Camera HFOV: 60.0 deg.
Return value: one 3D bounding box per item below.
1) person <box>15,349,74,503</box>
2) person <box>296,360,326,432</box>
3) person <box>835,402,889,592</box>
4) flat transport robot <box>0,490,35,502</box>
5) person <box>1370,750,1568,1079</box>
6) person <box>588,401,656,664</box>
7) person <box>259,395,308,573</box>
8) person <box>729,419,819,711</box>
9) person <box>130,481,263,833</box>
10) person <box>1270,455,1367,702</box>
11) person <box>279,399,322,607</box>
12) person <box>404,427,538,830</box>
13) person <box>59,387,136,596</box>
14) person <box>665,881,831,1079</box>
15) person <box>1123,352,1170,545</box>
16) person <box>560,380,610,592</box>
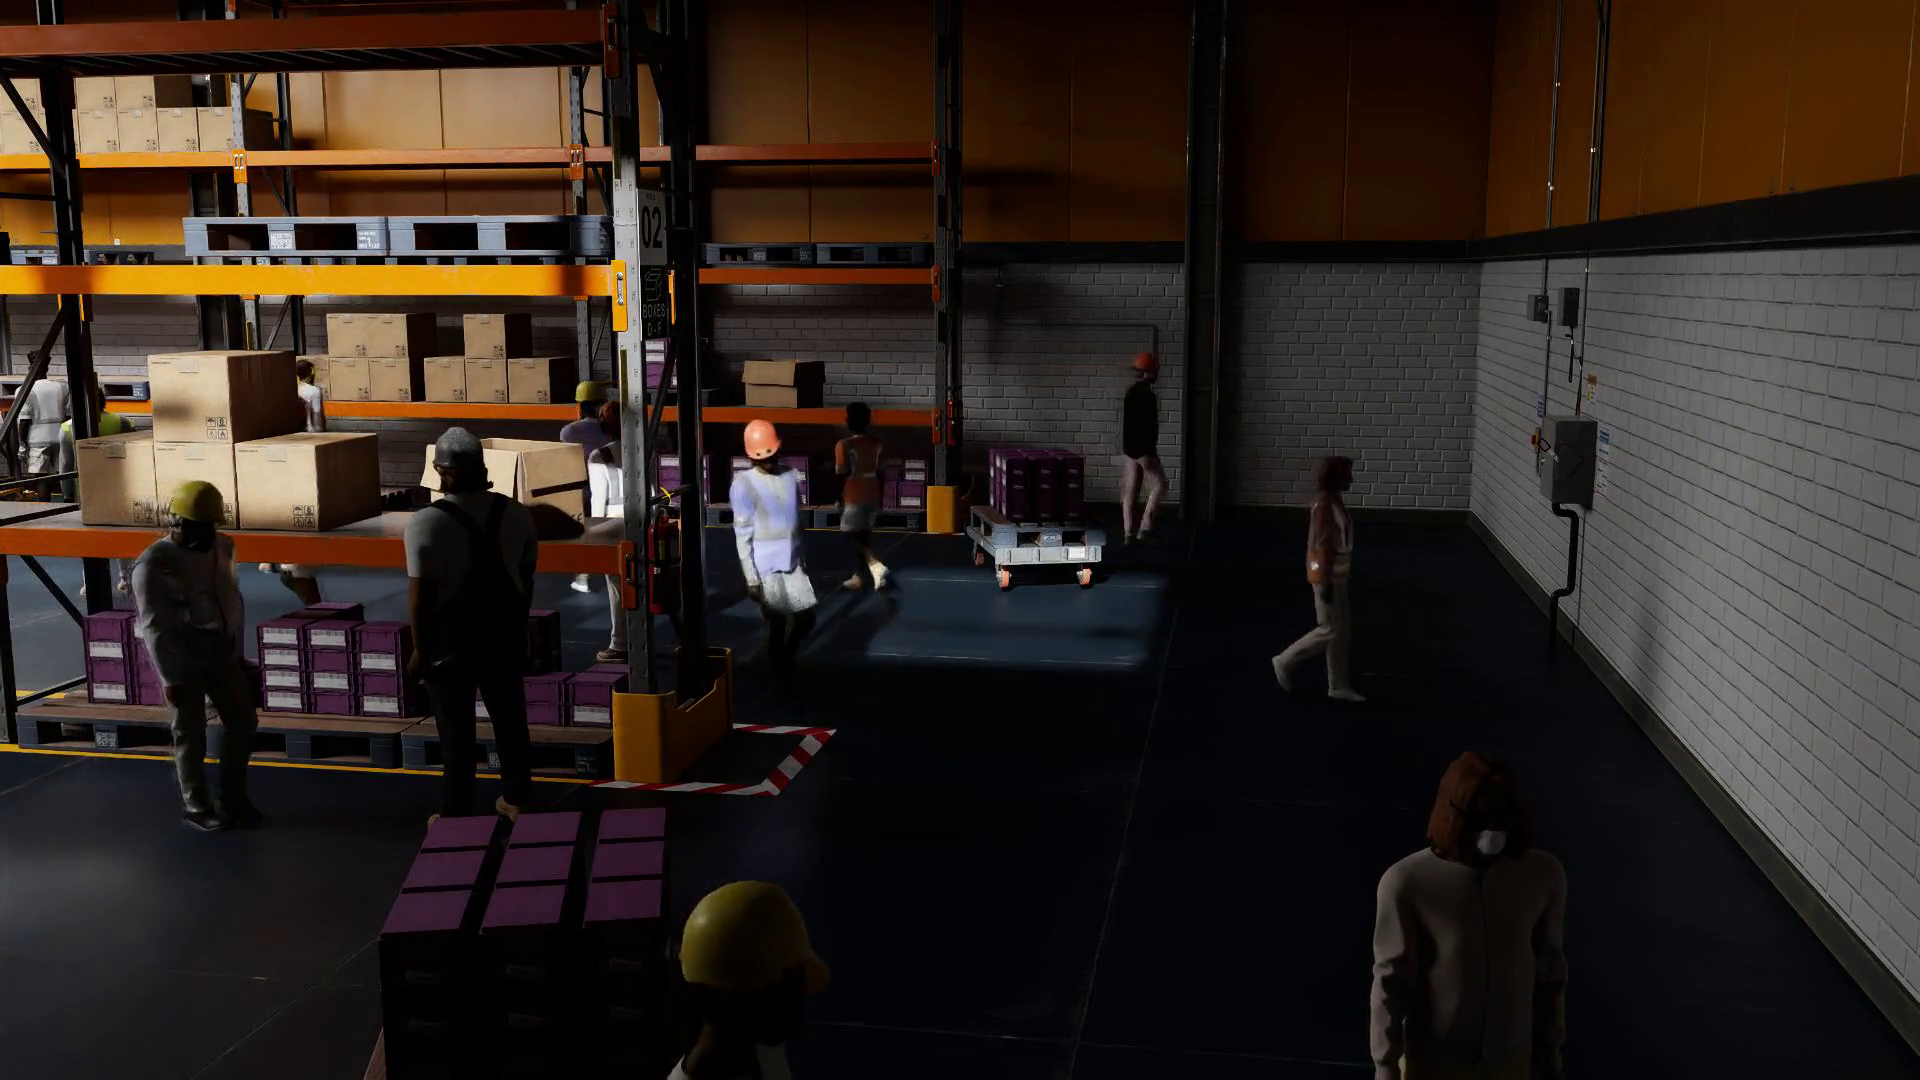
[{"bbox_3d":[-9.840,-1.064,17.915,0.368,1.966,0.603,6,11,32],"label":"person"},{"bbox_3d":[-7.136,-1.043,18.196,0.640,1.839,0.367,7,12,38],"label":"person"},{"bbox_3d":[-0.813,-0.357,14.414,0.534,1.680,0.677,-8,12,-41],"label":"person"},{"bbox_3d":[-11.554,-0.498,19.651,0.652,0.197,1.431,-1,9,-9],"label":"flat transport robot"},{"bbox_3d":[1.278,1.317,4.206,0.509,1.624,0.278,-1,9,-8],"label":"person"},{"bbox_3d":[-2.417,-0.056,11.908,0.356,1.886,0.573,8,12,40],"label":"person"},{"bbox_3d":[-6.400,-0.715,15.513,0.613,2.041,0.393,-6,11,-32],"label":"person"},{"bbox_3d":[-1.154,0.168,10.498,0.392,1.890,0.616,8,12,41],"label":"person"},{"bbox_3d":[-3.734,0.592,8.185,0.496,1.790,0.616,5,10,27],"label":"person"},{"bbox_3d":[2.360,0.253,10.779,0.546,1.622,0.533,4,10,24],"label":"person"},{"bbox_3d":[-4.721,-0.071,11.877,0.398,1.923,0.571,-2,9,-12],"label":"person"},{"bbox_3d":[-2.465,0.450,8.292,0.673,2.000,0.536,-9,13,-43],"label":"person"},{"bbox_3d":[-7.417,-0.422,14.347,0.627,1.837,0.429,-8,12,-42],"label":"person"},{"bbox_3d":[-0.398,1.450,2.981,0.400,1.755,0.524,3,10,16],"label":"person"},{"bbox_3d":[1.920,-0.919,16.970,0.566,1.976,0.646,-3,10,-18],"label":"person"},{"bbox_3d":[-3.100,-0.422,14.221,0.601,1.882,1.006,-5,11,-30],"label":"person"}]
